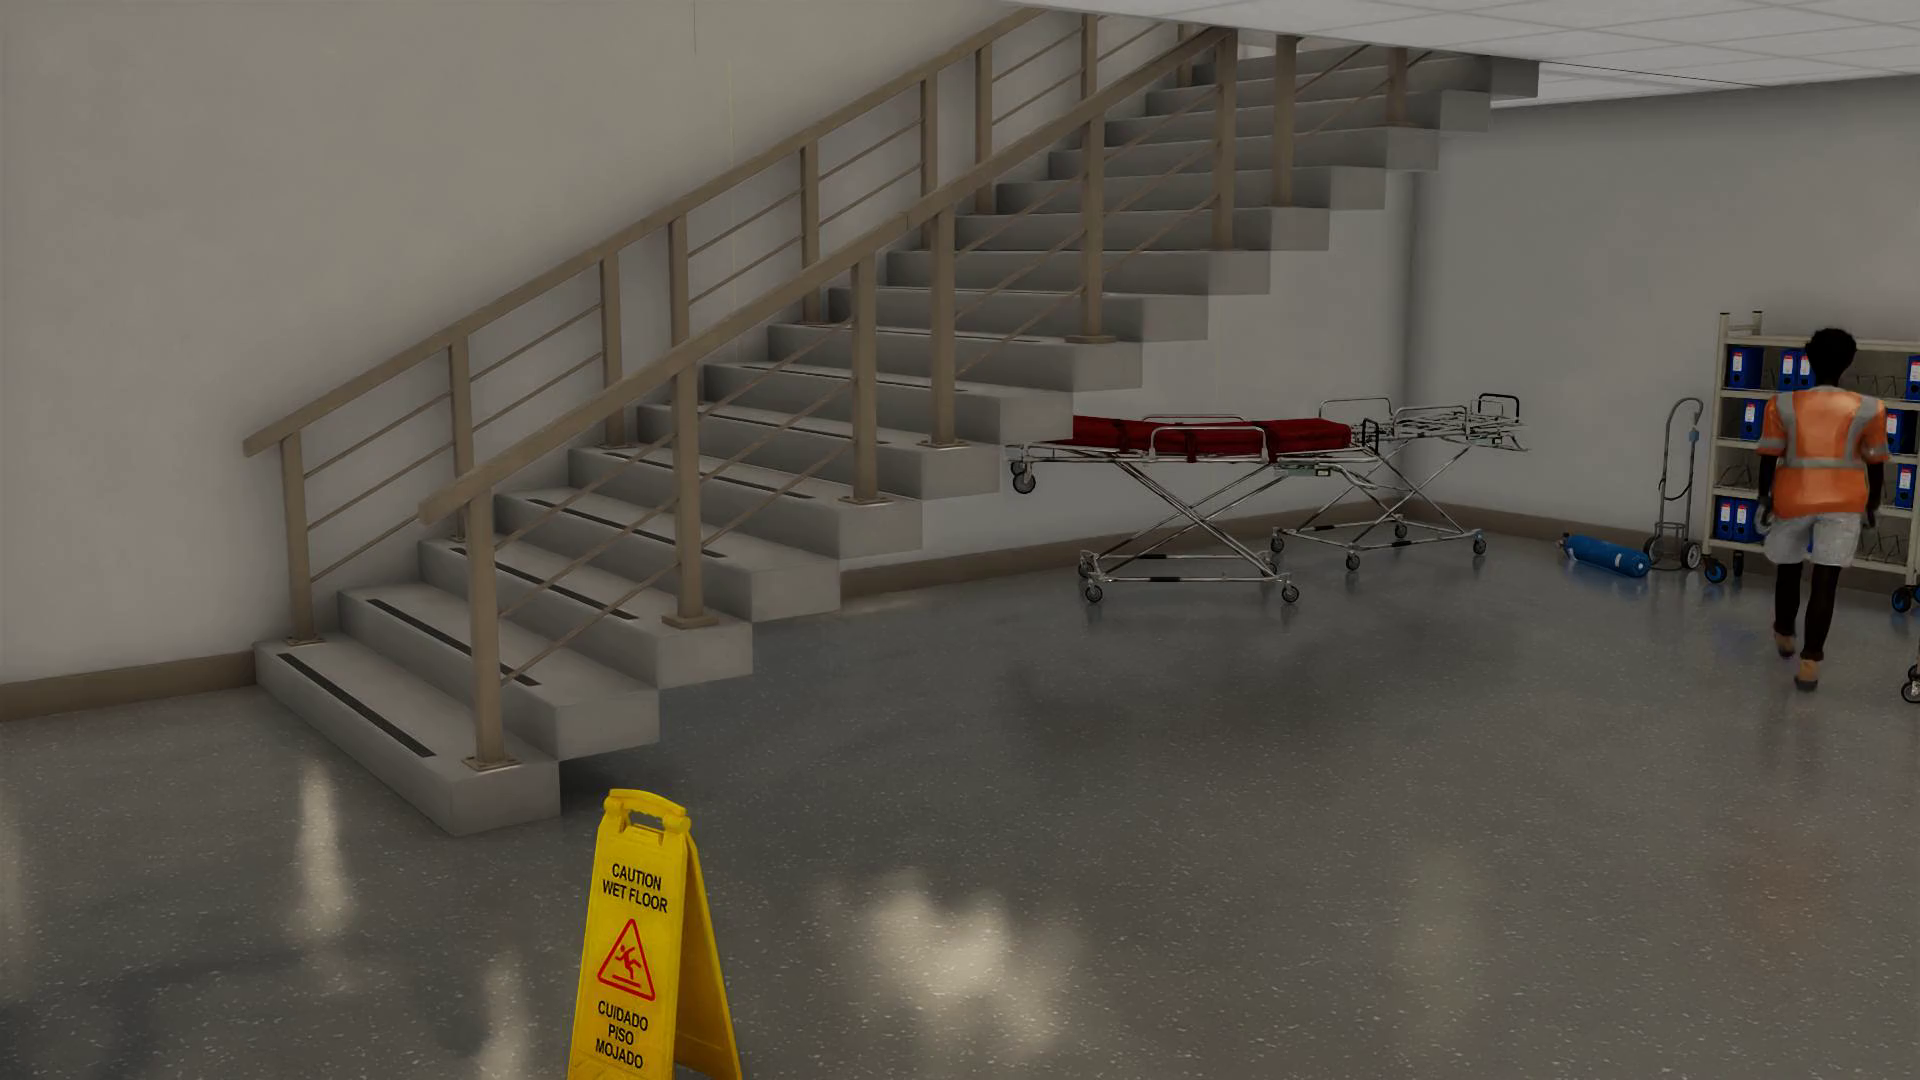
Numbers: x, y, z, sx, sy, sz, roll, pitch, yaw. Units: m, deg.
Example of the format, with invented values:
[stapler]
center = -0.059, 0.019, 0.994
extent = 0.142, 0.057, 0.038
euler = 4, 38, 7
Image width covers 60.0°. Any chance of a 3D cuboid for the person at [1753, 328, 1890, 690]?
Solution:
[person]
center = 4.074, -0.169, 7.889
extent = 0.550, 1.652, 0.864
euler = 5, 11, 29
